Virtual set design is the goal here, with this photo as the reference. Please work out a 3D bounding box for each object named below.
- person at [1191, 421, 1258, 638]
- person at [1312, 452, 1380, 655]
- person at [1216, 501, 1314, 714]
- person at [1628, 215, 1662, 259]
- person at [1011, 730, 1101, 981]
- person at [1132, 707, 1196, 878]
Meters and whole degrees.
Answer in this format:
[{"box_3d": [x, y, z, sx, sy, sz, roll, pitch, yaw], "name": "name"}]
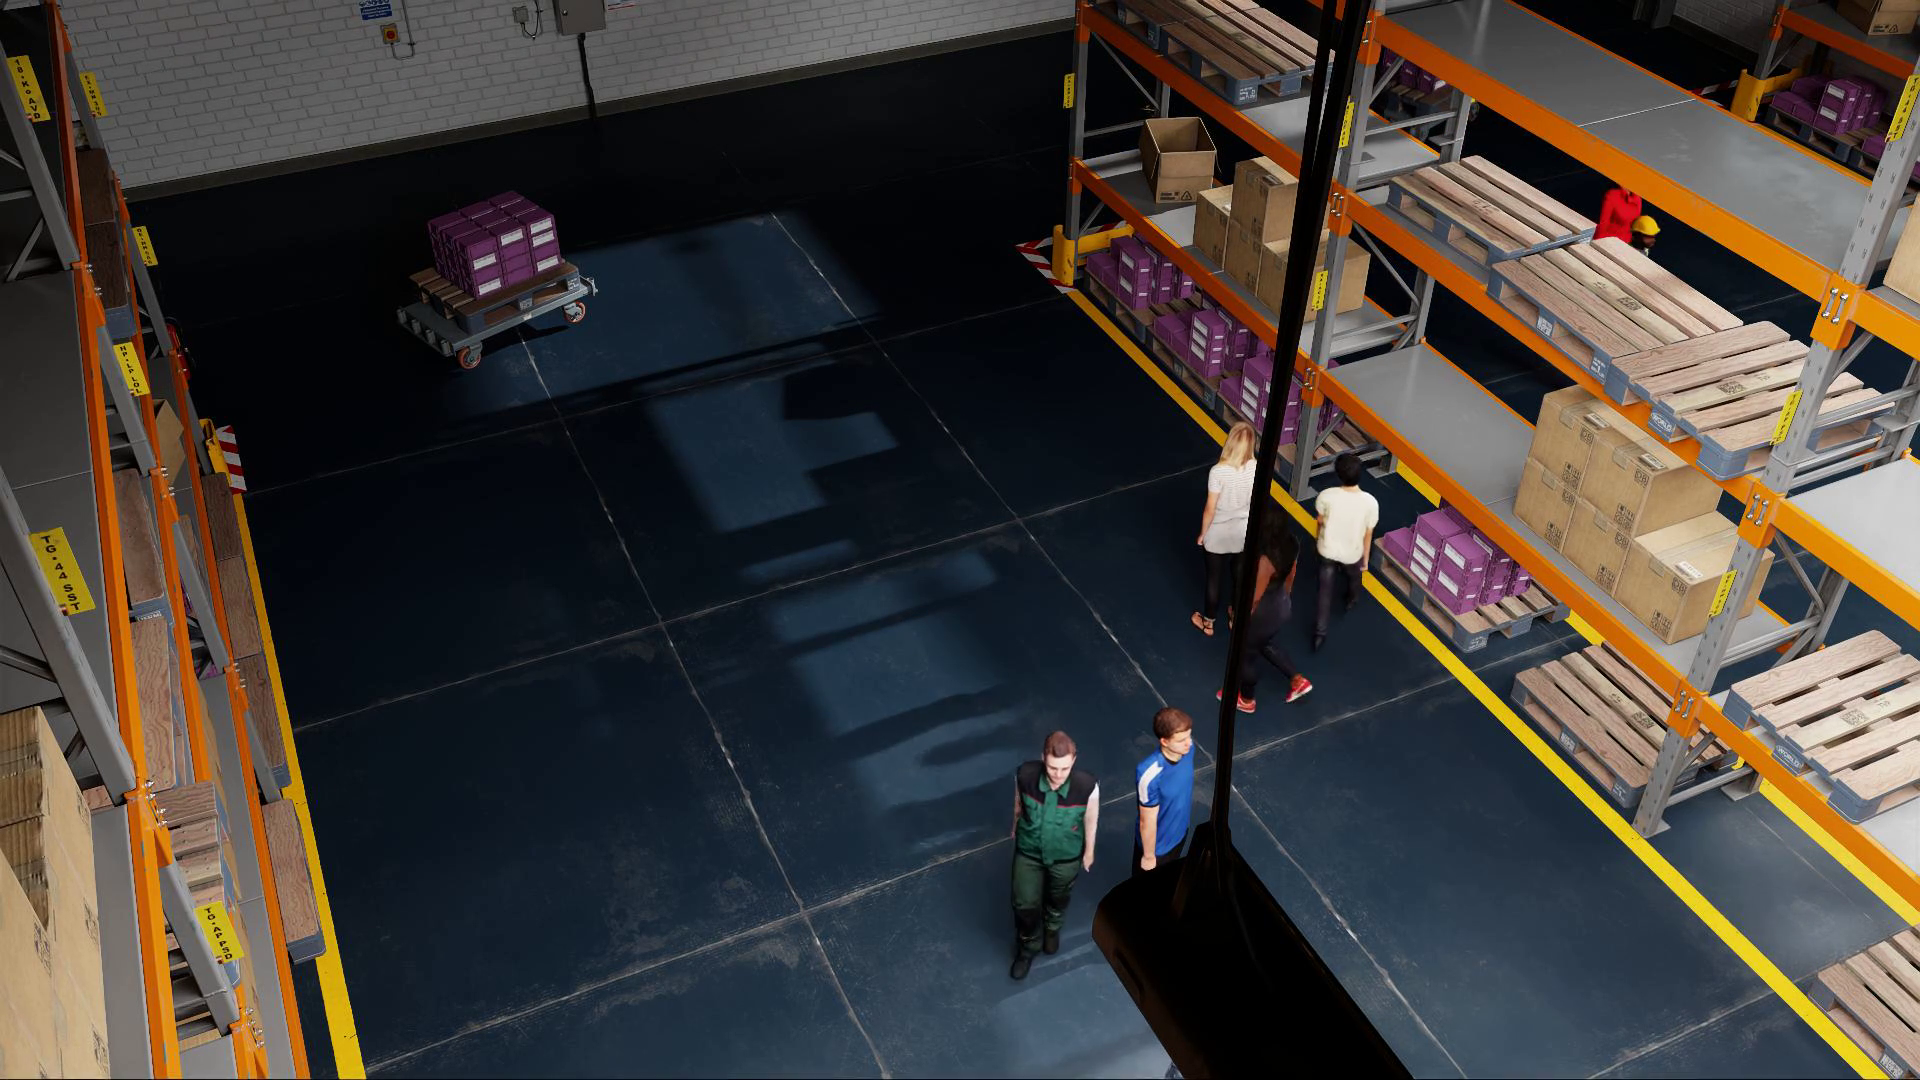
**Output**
[{"box_3d": [1.933, -0.068, 11.904, 0.649, 1.826, 0.584, -9, 40, -11], "name": "person"}, {"box_3d": [2.688, 0.137, 11.871, 0.937, 1.548, 1.037, 11, 40, 13], "name": "person"}, {"box_3d": [2.108, 0.528, 11.180, 1.003, 1.799, 0.898, 24, 44, 27], "name": "person"}, {"box_3d": [5.601, -2.004, 14.349, 0.768, 1.802, 0.784, -32, 48, -33], "name": "person"}, {"box_3d": [0.539, 1.717, 9.672, 0.865, 1.824, 0.932, 7, 39, 8], "name": "person"}, {"box_3d": [1.169, 1.671, 9.695, 0.762, 1.866, 0.748, 22, 44, 25], "name": "person"}]
